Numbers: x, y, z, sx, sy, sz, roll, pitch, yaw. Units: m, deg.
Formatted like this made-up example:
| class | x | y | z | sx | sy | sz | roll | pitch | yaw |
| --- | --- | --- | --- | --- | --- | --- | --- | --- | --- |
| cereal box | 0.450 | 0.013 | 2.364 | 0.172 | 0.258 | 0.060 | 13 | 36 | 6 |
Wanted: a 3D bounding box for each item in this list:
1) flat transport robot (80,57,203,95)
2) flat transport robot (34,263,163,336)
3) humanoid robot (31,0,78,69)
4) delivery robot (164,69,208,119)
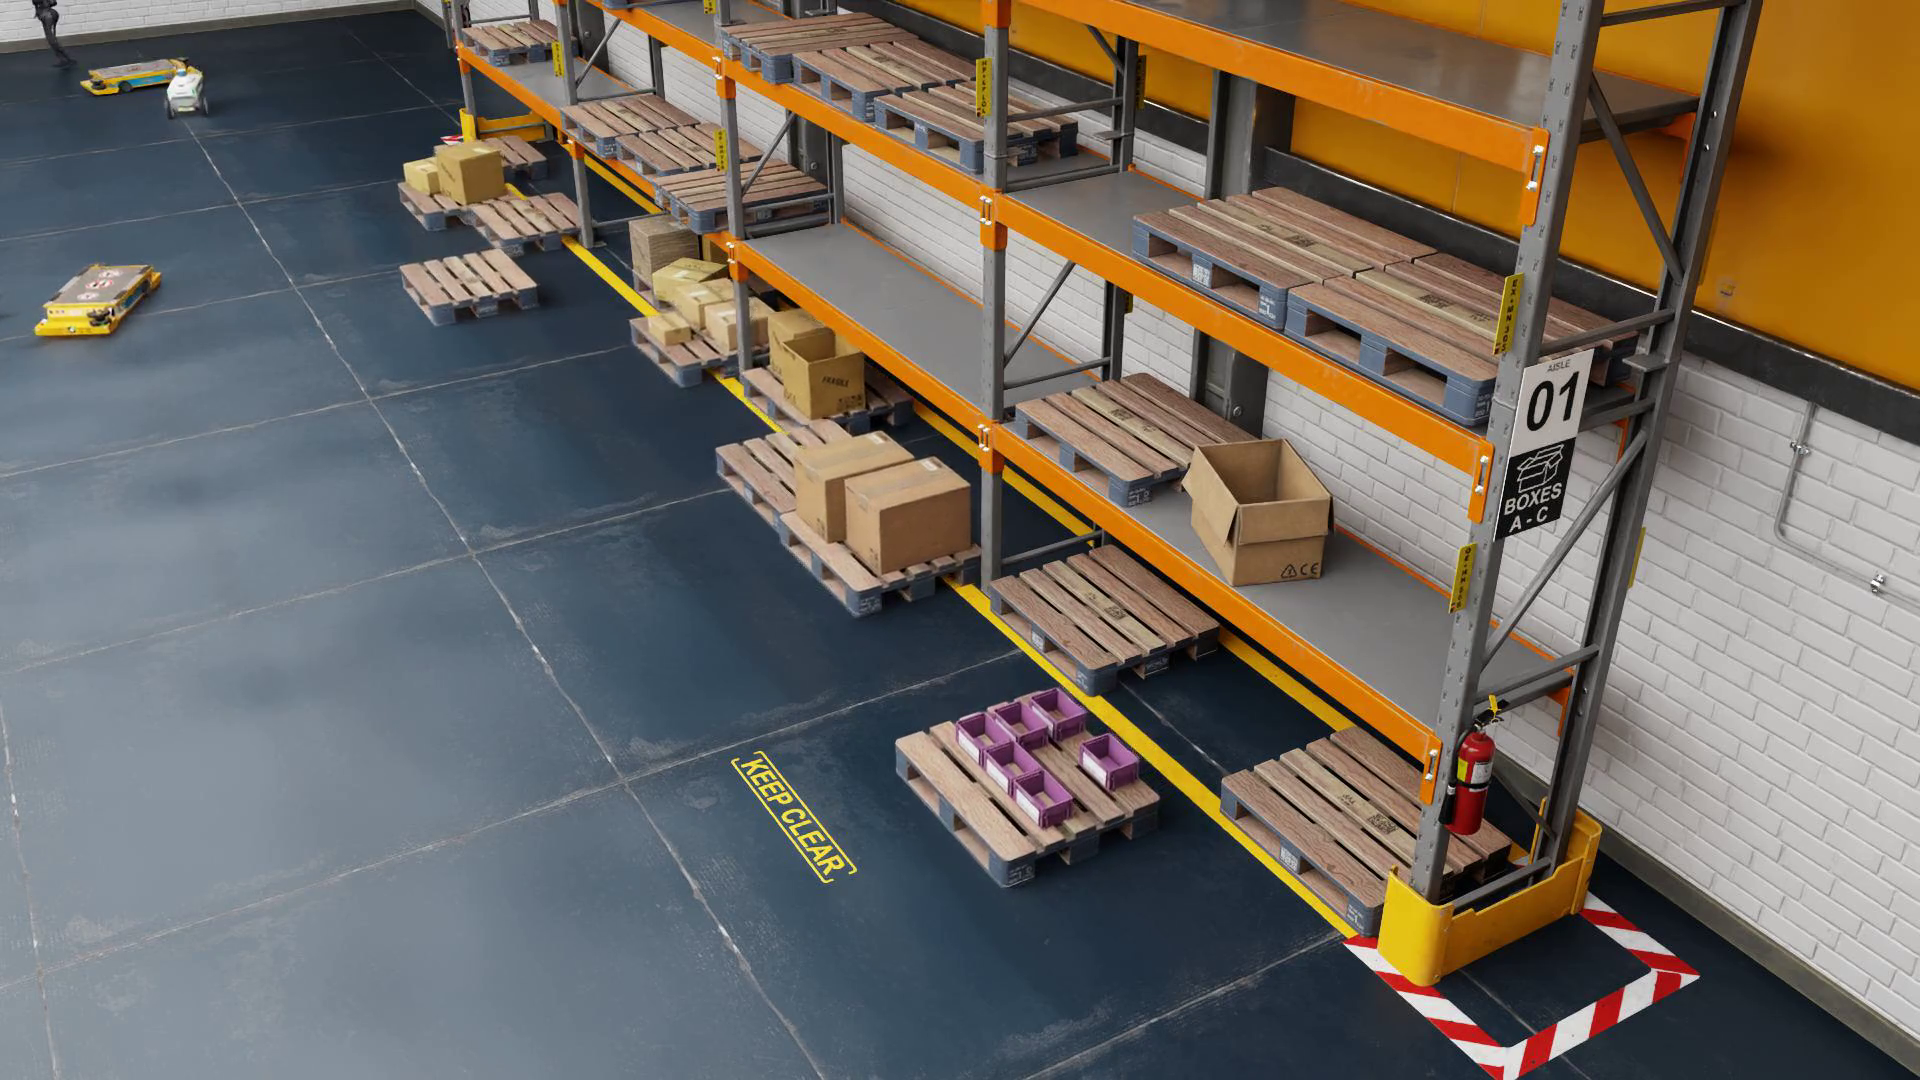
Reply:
| class | x | y | z | sx | sy | sz | roll | pitch | yaw |
| --- | --- | --- | --- | --- | --- | --- | --- | --- | --- |
| flat transport robot | -11.279 | -6.387 | 22.907 | 1.431 | 0.231 | 0.659 | -23 | 37 | -35 |
| flat transport robot | -8.092 | -2.275 | 15.647 | 0.659 | 0.231 | 1.431 | -2 | 30 | -4 |
| humanoid robot | -12.888 | -7.496 | 23.442 | 0.609 | 1.636 | 0.415 | 26 | 39 | 38 |
| delivery robot | -10.029 | -5.776 | 21.554 | 0.499 | 0.609 | 0.807 | -8 | 30 | -13 |
